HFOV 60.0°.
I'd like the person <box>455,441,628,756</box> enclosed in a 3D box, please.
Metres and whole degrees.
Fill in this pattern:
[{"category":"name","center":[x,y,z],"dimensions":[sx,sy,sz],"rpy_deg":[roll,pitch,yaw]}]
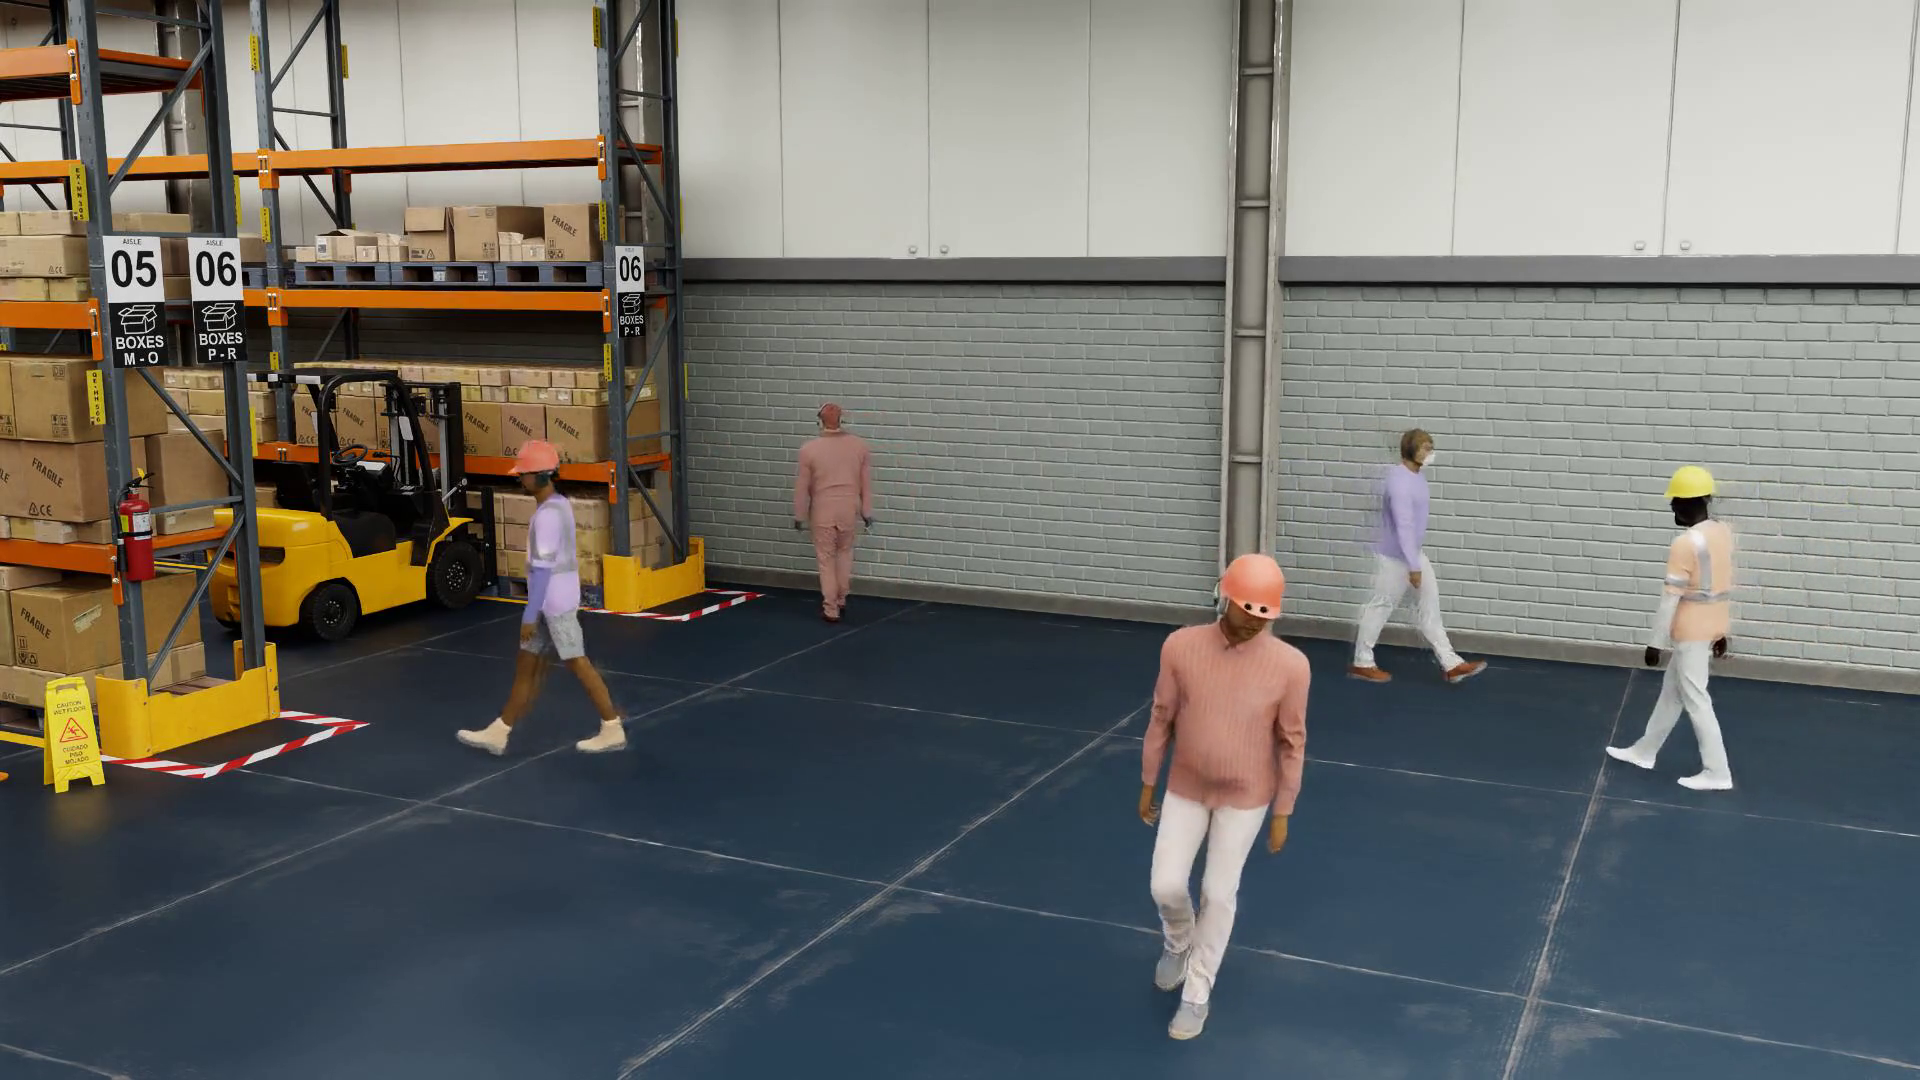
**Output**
[{"category":"person","center":[-2.579,0.380,10.268],"dimensions":[1.067,1.982,0.635],"rpy_deg":[-2,10,-13]}]

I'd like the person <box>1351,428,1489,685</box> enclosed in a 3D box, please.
[{"category":"person","center":[3.317,0.142,12.011],"dimensions":[1.006,1.886,0.660],"rpy_deg":[5,11,28]}]

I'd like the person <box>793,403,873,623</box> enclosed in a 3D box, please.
[{"category":"person","center":[-1.149,-0.250,14.429],"dimensions":[0.680,1.883,0.726],"rpy_deg":[-4,10,-25]}]

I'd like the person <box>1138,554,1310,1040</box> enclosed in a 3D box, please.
[{"category":"person","center":[1.037,0.997,6.589],"dimensions":[0.668,1.957,0.518],"rpy_deg":[4,10,21]}]

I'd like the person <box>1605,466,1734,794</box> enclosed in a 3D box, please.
[{"category":"person","center":[4.210,0.510,9.748],"dimensions":[0.816,1.887,0.610],"rpy_deg":[9,13,44]}]
